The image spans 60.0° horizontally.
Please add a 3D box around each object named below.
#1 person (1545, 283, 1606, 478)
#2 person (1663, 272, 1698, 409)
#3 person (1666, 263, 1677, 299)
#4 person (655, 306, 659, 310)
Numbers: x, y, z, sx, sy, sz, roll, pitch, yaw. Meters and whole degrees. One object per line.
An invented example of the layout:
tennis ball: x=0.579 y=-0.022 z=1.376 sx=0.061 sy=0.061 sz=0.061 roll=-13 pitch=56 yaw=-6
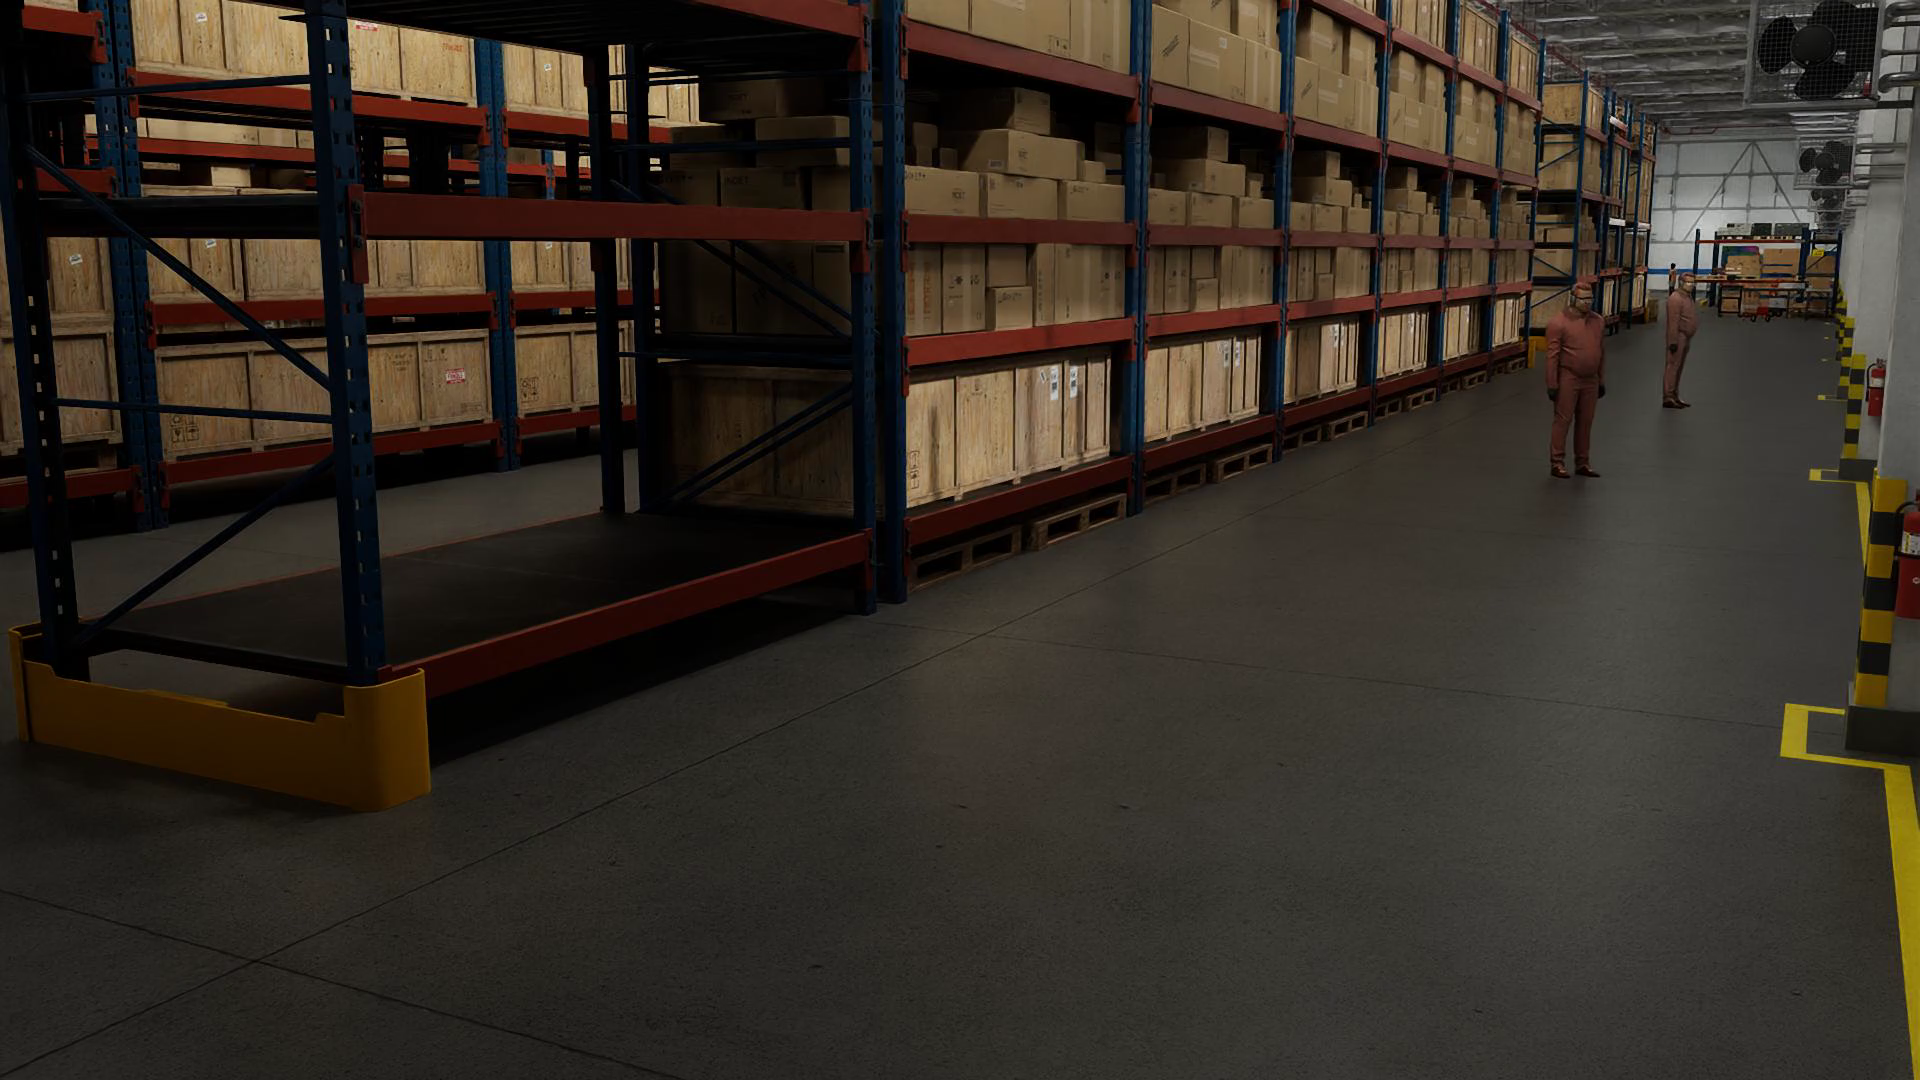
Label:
person: x=5.978 y=-1.539 z=16.123 sx=0.653 sy=1.895 sz=0.402 roll=-3 pitch=10 yaw=-18
person: x=10.161 y=-2.808 z=23.429 sx=0.400 sy=1.905 sz=0.643 roll=8 pitch=13 yaw=39
person: x=33.935 y=-12.332 z=79.193 sx=0.539 sy=1.688 sz=0.319 roll=-7 pitch=12 yaw=-37
person: x=-4.798 y=-3.356 z=26.538 sx=0.548 sy=1.929 sz=0.392 roll=-4 pitch=10 yaw=-21
